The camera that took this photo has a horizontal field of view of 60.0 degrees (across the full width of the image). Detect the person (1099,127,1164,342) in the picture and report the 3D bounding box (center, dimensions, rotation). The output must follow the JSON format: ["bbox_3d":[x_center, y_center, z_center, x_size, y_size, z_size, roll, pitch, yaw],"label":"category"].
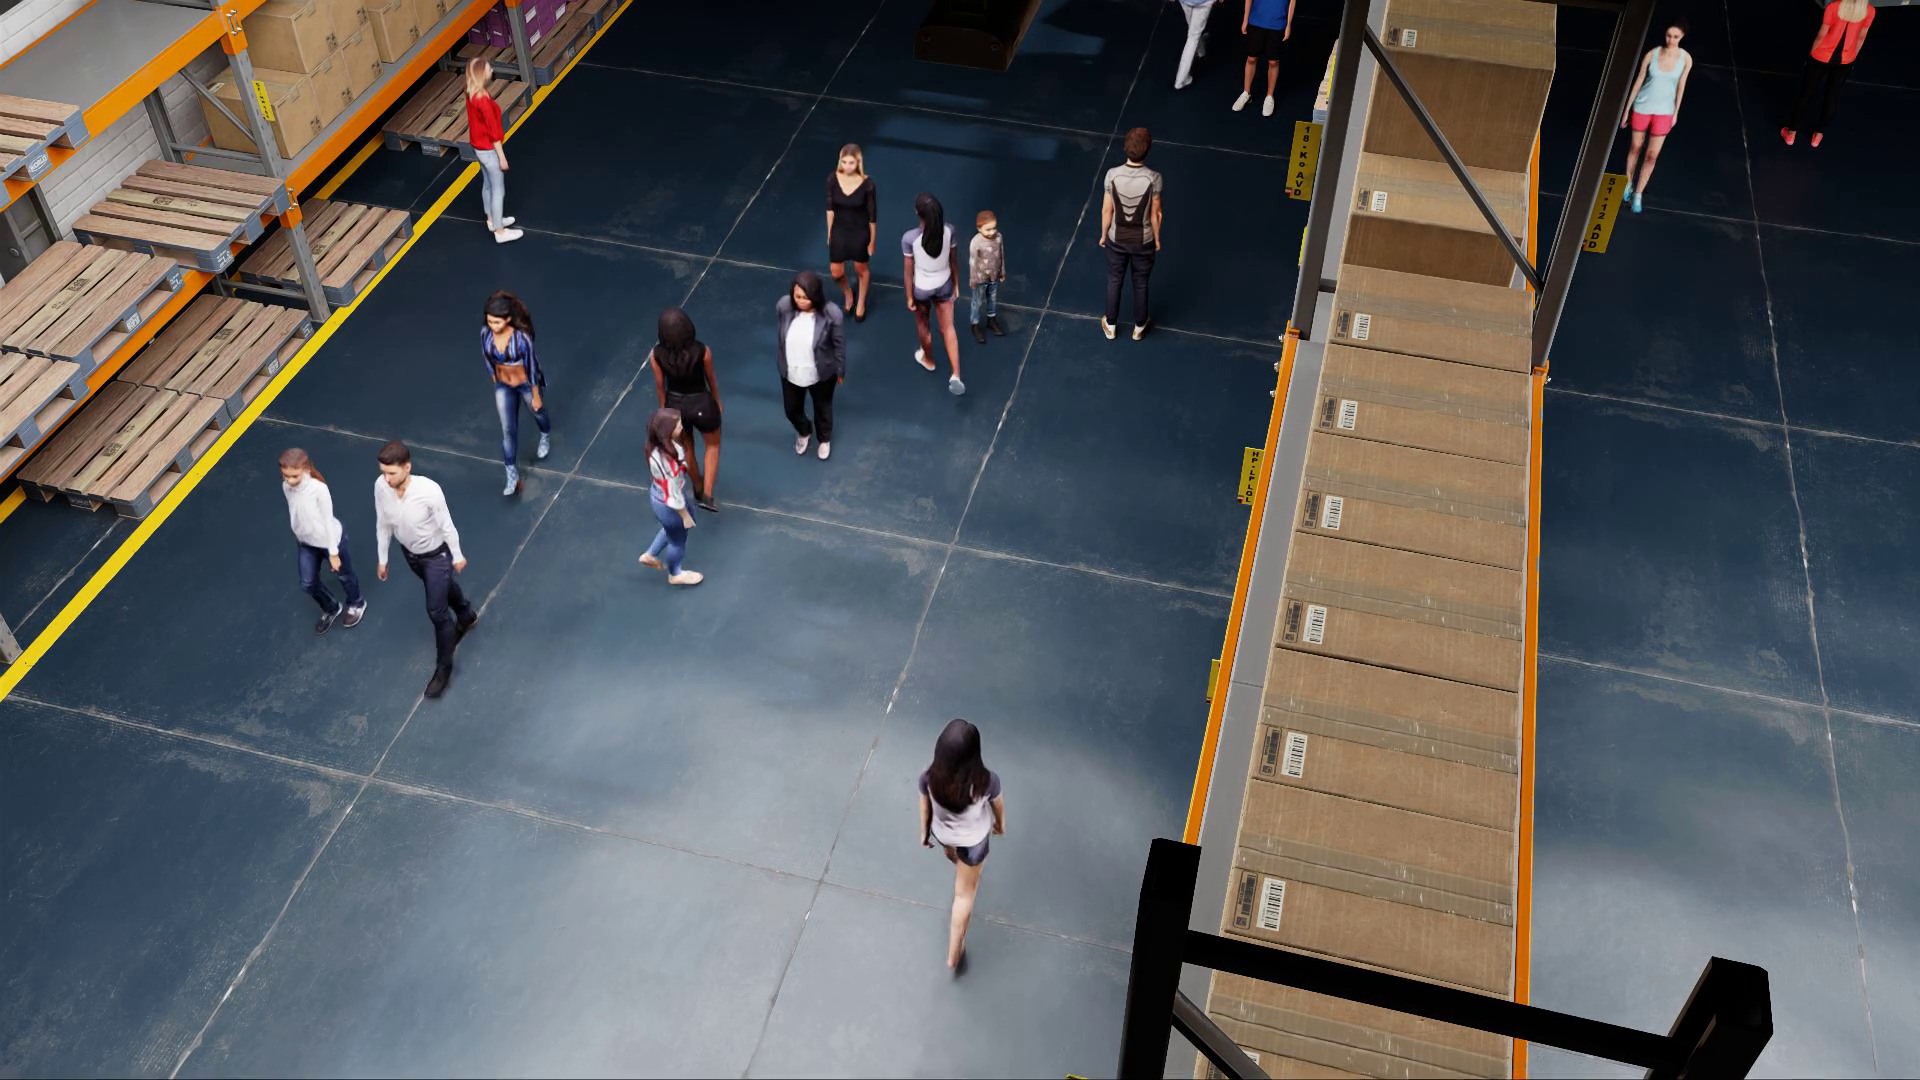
[{"bbox_3d":[1.365,-2.422,13.251,0.665,1.897,0.577,7,44,7],"label":"person"}]

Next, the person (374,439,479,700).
[{"bbox_3d":[-3.391,0.009,10.739,0.735,1.841,1.045,18,46,18],"label":"person"}]

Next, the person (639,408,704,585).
[{"bbox_3d":[-2.028,-0.253,11.191,0.815,1.596,0.746,-13,45,-13],"label":"person"}]

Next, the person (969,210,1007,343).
[{"bbox_3d":[0.211,-2.170,13.495,0.544,1.194,0.605,-23,48,-22],"label":"person"}]

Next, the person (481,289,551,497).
[{"bbox_3d":[-3.193,-1.160,12.157,0.703,1.579,1.024,6,44,7],"label":"person"}]

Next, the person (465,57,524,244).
[{"bbox_3d":[-4.090,-3.383,14.403,0.753,1.698,0.696,-23,48,-22],"label":"person"}]

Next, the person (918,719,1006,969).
[{"bbox_3d":[-0.014,1.666,9.133,0.699,1.656,1.151,6,44,6],"label":"person"}]

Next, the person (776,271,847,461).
[{"bbox_3d":[-1.103,-1.328,12.325,0.730,1.589,0.699,4,44,4],"label":"person"}]

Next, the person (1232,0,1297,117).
[{"bbox_3d":[2.973,-5.005,15.985,0.661,1.865,0.592,15,46,15],"label":"person"}]

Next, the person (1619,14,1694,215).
[{"bbox_3d":[6.184,-3.853,14.855,0.664,1.754,0.774,15,46,15],"label":"person"}]

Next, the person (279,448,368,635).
[{"bbox_3d":[-4.178,-0.059,11.028,0.530,1.541,0.607,9,44,9],"label":"person"}]

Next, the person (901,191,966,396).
[{"bbox_3d":[-0.199,-1.869,12.814,0.988,1.699,1.139,-14,45,-14],"label":"person"}]

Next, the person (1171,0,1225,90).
[{"bbox_3d":[2.297,-5.326,16.341,0.935,1.838,1.238,25,49,24],"label":"person"}]

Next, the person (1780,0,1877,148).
[{"bbox_3d":[8.163,-4.494,15.573,0.587,1.694,0.520,9,44,10],"label":"person"}]

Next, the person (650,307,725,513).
[{"bbox_3d":[-1.900,-0.854,11.729,0.738,1.726,0.913,-1,44,-1],"label":"person"}]

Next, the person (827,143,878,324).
[{"bbox_3d":[-0.851,-2.517,13.519,0.589,1.665,0.578,8,44,8],"label":"person"}]
